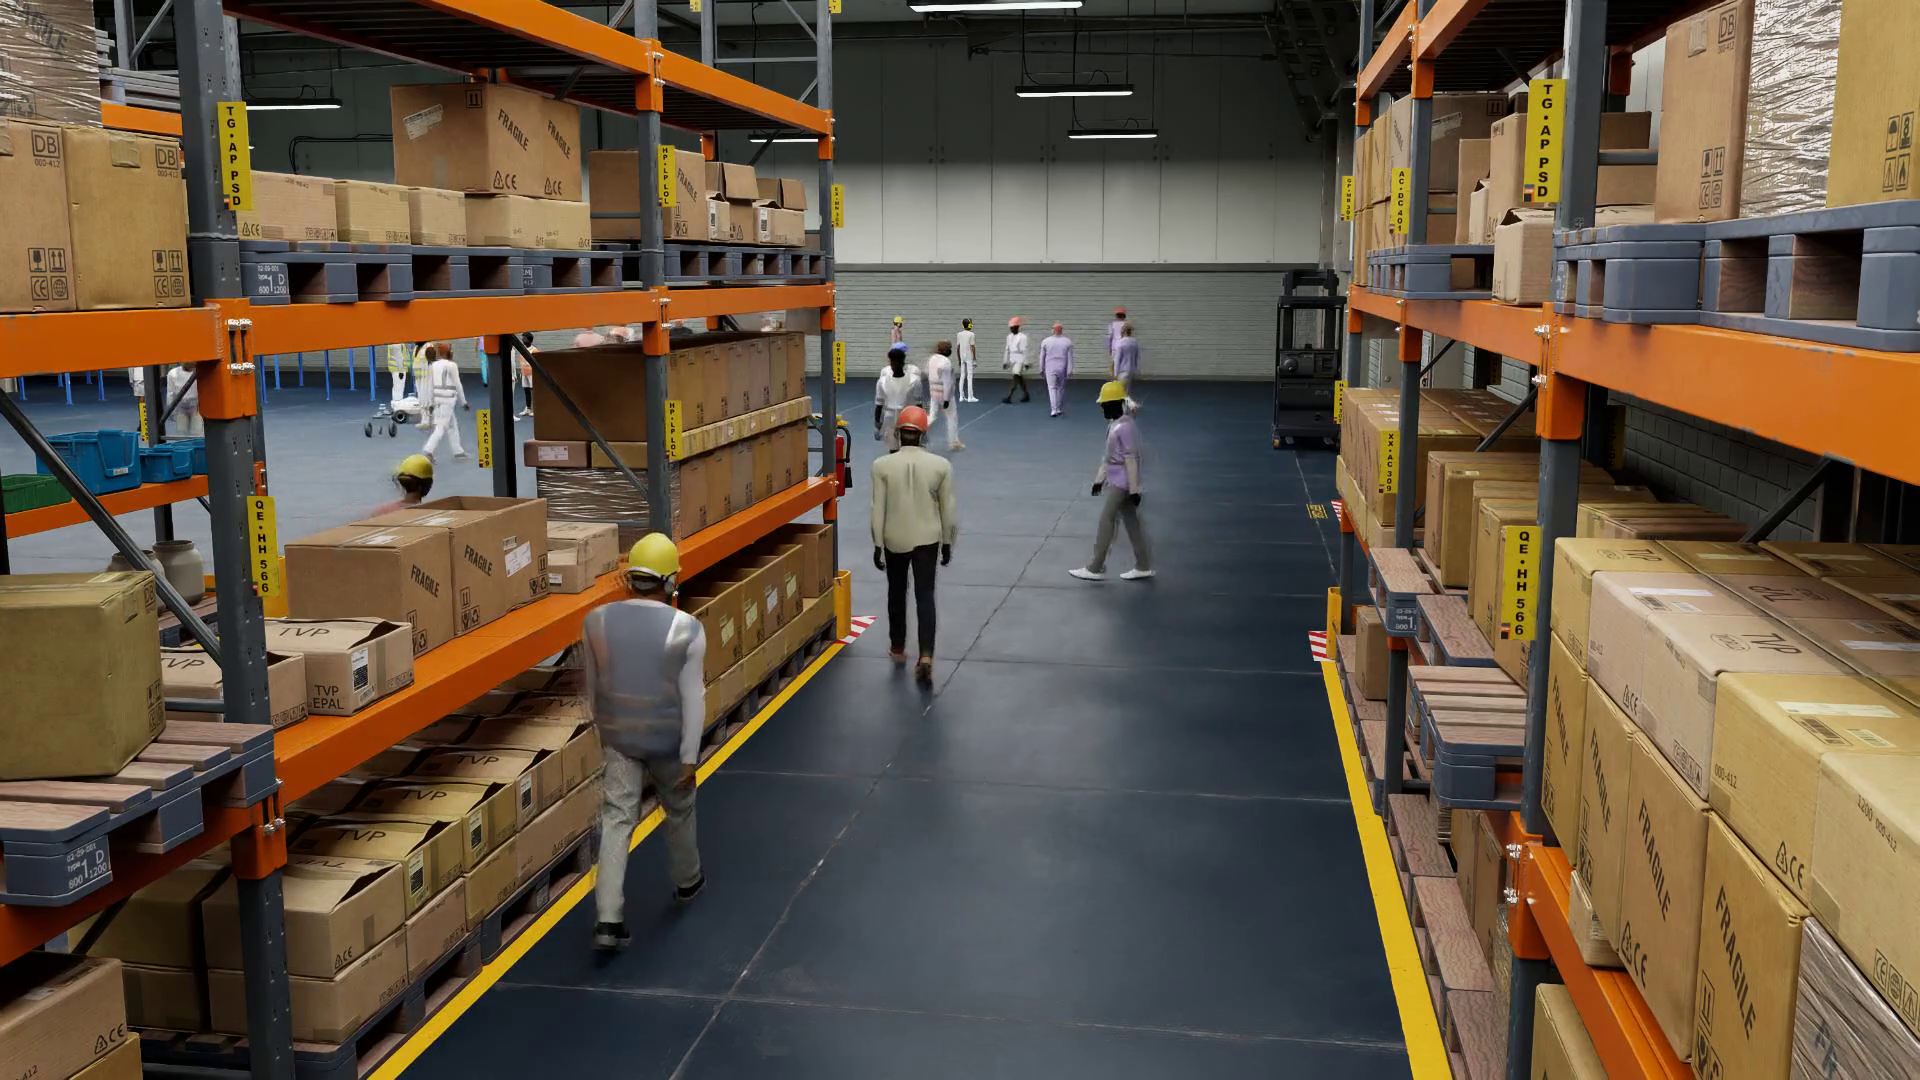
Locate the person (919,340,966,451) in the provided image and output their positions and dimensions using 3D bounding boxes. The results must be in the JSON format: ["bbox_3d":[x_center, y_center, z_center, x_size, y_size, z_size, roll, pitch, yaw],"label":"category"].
[{"bbox_3d":[-0.348,-2.343,26.985,0.876,1.818,0.619,-6,11,-33],"label":"person"}]

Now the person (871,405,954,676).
[{"bbox_3d":[-0.341,-0.007,12.175,0.619,1.952,1.019,-1,9,-6],"label":"person"}]

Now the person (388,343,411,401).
[{"bbox_3d":[-11.250,-3.398,33.392,0.429,1.839,0.634,-4,10,-25],"label":"person"}]

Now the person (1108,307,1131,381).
[{"bbox_3d":[4.008,-4.871,41.994,0.612,2.013,0.919,4,10,23],"label":"person"}]

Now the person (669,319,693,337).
[{"bbox_3d":[-6.334,-4.131,37.560,0.655,1.947,0.959,-1,9,-8],"label":"person"}]

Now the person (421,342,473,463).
[{"bbox_3d":[-7.922,-2.111,25.466,0.575,1.848,0.930,8,12,41],"label":"person"}]

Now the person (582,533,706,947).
[{"bbox_3d":[-1.395,0.859,7.343,0.583,1.786,0.966,1,9,7],"label":"person"}]

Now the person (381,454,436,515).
[{"bbox_3d":[-3.623,0.295,10.990,0.537,1.720,0.924,3,10,20],"label":"person"}]

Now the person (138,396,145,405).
[{"bbox_3d":[-15.946,-3.272,32.596,0.506,1.847,0.345,0,9,0],"label":"person"}]

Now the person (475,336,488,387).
[{"bbox_3d":[-11.967,-4.783,42.089,0.590,1.823,0.811,-2,9,-10],"label":"person"}]

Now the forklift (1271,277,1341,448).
[{"bbox_3d":[5.847,-3.016,27.970,1.129,2.768,1.873,1,9,9],"label":"forklift"}]

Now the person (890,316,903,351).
[{"bbox_3d":[-1.602,-4.823,42.446,0.349,1.758,0.521,3,10,15],"label":"person"}]

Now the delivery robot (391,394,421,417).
[{"bbox_3d":[-10.645,-2.595,32.234,0.707,0.478,0.477,-4,10,-24],"label":"delivery robot"}]

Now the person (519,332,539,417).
[{"bbox_3d":[-8.659,-3.331,33.422,0.535,1.697,0.318,7,12,37],"label":"person"}]

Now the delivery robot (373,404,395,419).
[{"bbox_3d":[-10.286,-2.300,29.618,0.335,0.223,0.698,-1,9,-5],"label":"delivery robot"}]

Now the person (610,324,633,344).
[{"bbox_3d":[-7.951,-4.346,39.088,0.618,1.873,1.053,1,9,9],"label":"person"}]

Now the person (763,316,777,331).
[{"bbox_3d":[-4.226,-4.062,37.290,0.428,1.893,0.655,-2,10,-14],"label":"person"}]

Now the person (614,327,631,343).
[{"bbox_3d":[-5.902,-2.751,29.117,0.623,1.922,1.070,4,10,21],"label":"person"}]

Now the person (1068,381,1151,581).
[{"bbox_3d":[1.414,-0.547,15.675,0.906,1.885,0.598,0,9,0],"label":"person"}]

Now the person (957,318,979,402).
[{"bbox_3d":[0.162,-4.025,37.164,0.520,1.873,0.328,7,12,37],"label":"person"}]

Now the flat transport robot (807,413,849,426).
[{"bbox_3d":[-2.877,-2.247,31.251,1.431,0.197,0.652,-5,10,-27],"label":"flat transport robot"}]

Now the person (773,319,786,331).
[{"bbox_3d":[-4.840,-5.067,44.352,0.551,1.622,0.353,2,9,10],"label":"person"}]

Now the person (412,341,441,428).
[{"bbox_3d":[-9.961,-2.988,30.899,0.440,1.824,0.658,-9,13,-44],"label":"person"}]

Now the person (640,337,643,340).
[{"bbox_3d":[-4.592,-2.048,24.577,0.697,2.000,1.044,-5,11,-29],"label":"person"}]

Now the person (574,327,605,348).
[{"bbox_3d":[-7.711,-3.647,34.858,0.643,1.856,0.989,0,9,-2],"label":"person"}]

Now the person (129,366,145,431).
[{"bbox_3d":[-14.935,-2.969,30.443,0.542,1.939,0.365,-7,12,-38],"label":"person"}]

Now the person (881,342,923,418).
[{"bbox_3d":[-0.853,-1.876,23.750,0.614,1.922,0.782,-3,10,-19],"label":"person"}]

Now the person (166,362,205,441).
[{"bbox_3d":[-11.312,-1.928,24.430,0.567,1.812,0.455,-1,9,-5],"label":"person"}]

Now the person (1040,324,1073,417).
[{"bbox_3d":[1.948,-3.434,33.584,0.643,1.863,0.980,-1,9,-5],"label":"person"}]

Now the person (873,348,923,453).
[{"bbox_3d":[-0.803,-1.455,21.094,0.632,1.937,0.746,2,10,15],"label":"person"}]

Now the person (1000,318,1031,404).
[{"bbox_3d":[1.245,-3.962,36.763,1.008,1.883,0.565,-8,12,-40],"label":"person"}]

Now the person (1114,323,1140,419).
[{"bbox_3d":[3.271,-3.233,32.196,0.660,1.905,0.652,9,13,44],"label":"person"}]

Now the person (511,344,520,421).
[{"bbox_3d":[-8.775,-3.172,32.306,0.302,1.742,0.486,4,10,21],"label":"person"}]
